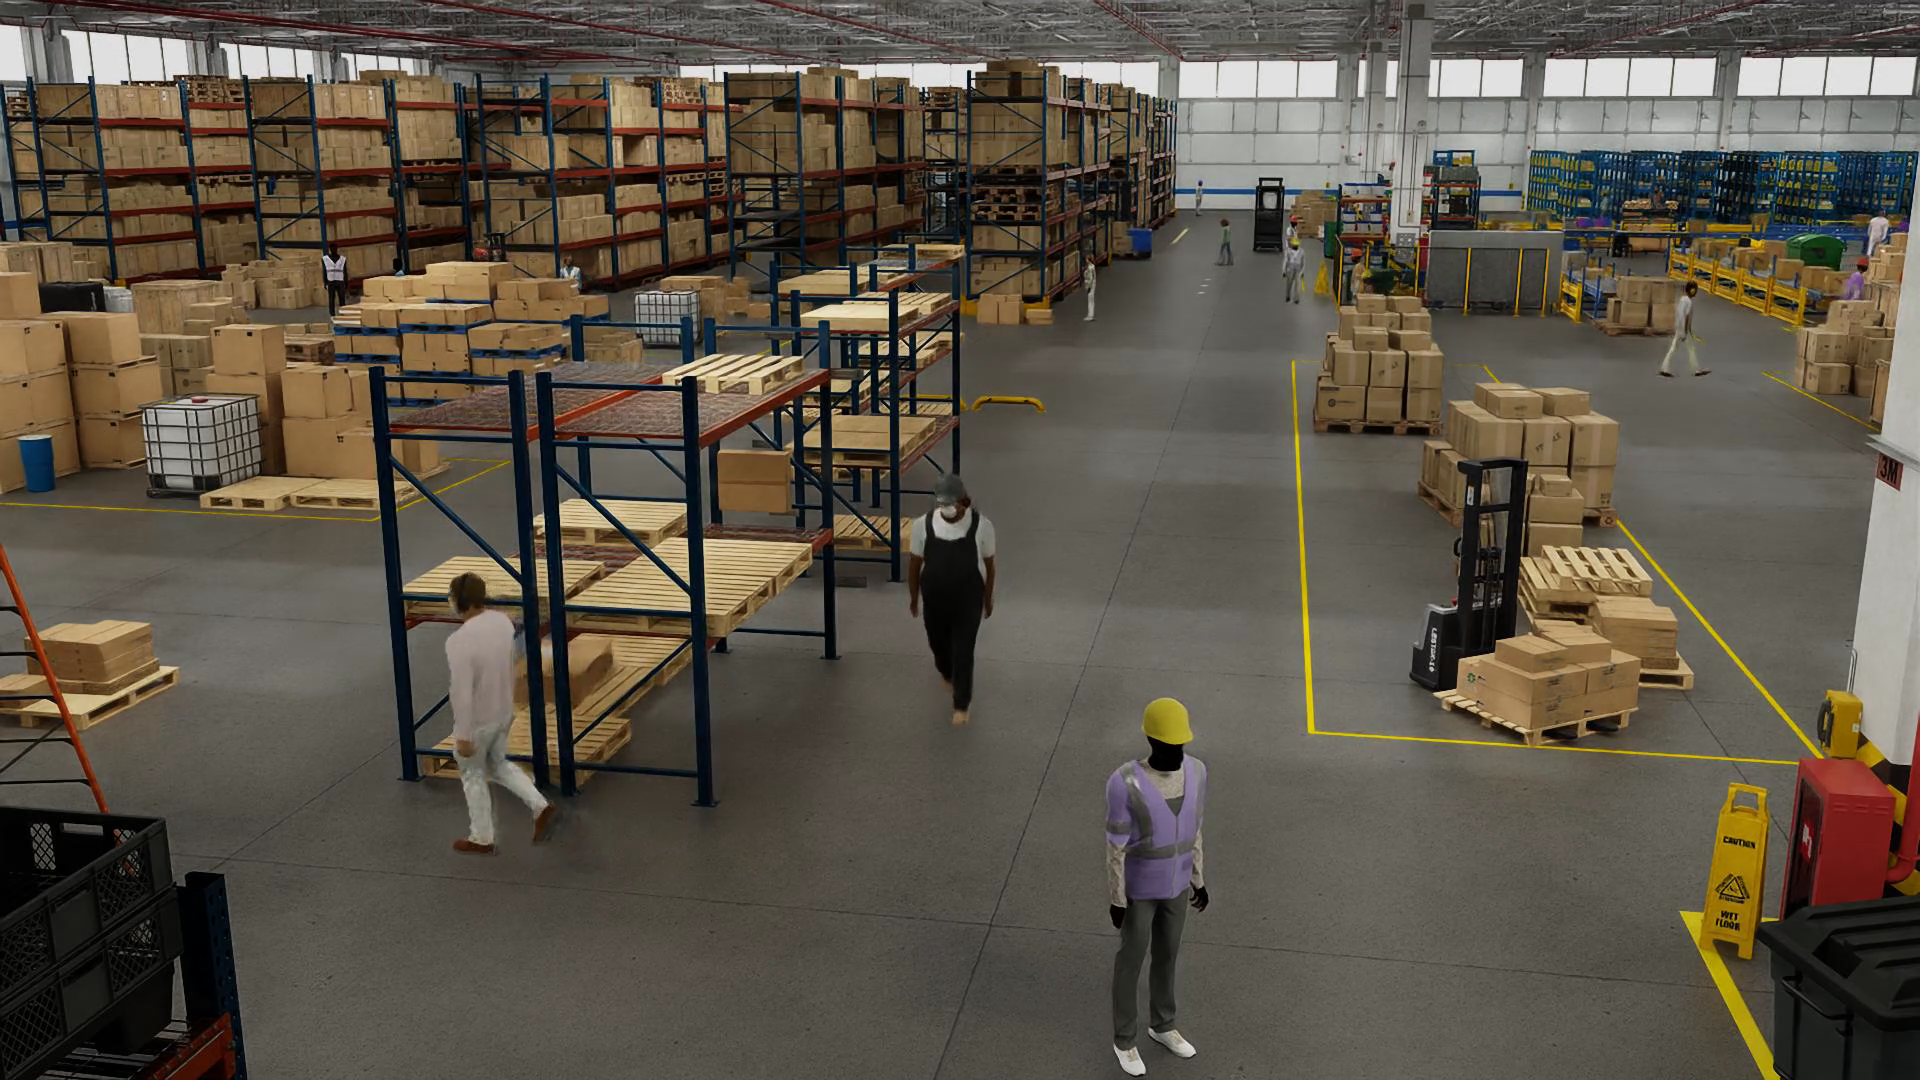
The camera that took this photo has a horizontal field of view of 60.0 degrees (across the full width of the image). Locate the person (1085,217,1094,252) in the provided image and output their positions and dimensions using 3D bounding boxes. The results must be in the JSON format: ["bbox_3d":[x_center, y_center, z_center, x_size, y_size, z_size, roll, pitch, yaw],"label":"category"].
[{"bbox_3d":[4.597,-10.707,59.294,0.704,1.612,0.504,4,14,15],"label":"person"}]

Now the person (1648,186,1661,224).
[{"bbox_3d":[33.295,-15.951,79.788,0.622,1.994,0.381,-1,14,-5],"label":"person"}]

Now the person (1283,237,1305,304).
[{"bbox_3d":[9.073,-7.341,45.239,0.603,1.806,0.842,1,14,3],"label":"person"}]

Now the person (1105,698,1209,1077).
[{"bbox_3d":[0.989,1.698,8.270,0.585,1.928,0.370,-8,16,-30],"label":"person"}]

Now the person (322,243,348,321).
[{"bbox_3d":[-15.432,-6.382,41.119,0.587,1.911,0.397,-7,16,-28],"label":"person"}]

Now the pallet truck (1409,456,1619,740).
[{"bbox_3d":[4.504,0.400,13.395,0.823,1.965,1.885,-6,15,-23],"label":"pallet truck"}]

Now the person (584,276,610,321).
[{"bbox_3d":[-6.980,-4.029,31.530,0.548,1.922,0.662,11,18,39],"label":"person"}]

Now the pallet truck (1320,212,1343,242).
[{"bbox_3d":[15.874,-13.227,70.310,0.680,1.201,1.601,10,17,35],"label":"pallet truck"}]

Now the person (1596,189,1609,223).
[{"bbox_3d":[31.679,-16.325,81.736,0.956,1.782,0.611,4,14,16],"label":"person"}]

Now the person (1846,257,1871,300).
[{"bbox_3d":[19.729,-5.213,36.365,0.860,1.904,0.577,3,14,12],"label":"person"}]

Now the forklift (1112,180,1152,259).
[{"bbox_3d":[6.082,-11.722,60.796,1.873,2.768,1.129,2,14,9],"label":"forklift"}]

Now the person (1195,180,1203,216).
[{"bbox_3d":[13.110,-18.700,91.050,0.409,1.943,0.615,-3,14,-11],"label":"person"}]

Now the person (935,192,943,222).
[{"bbox_3d":[-1.102,-17.176,85.090,0.404,1.835,0.587,3,14,12],"label":"person"}]

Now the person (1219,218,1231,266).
[{"bbox_3d":[9.233,-10.357,57.824,0.270,1.631,0.507,10,17,35],"label":"person"}]

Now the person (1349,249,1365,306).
[{"bbox_3d":[9.217,-5.809,38.737,0.378,1.932,0.551,6,15,22],"label":"person"}]

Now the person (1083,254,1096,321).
[{"bbox_3d":[3.212,-6.238,41.084,0.307,1.641,0.514,0,14,2],"label":"person"}]

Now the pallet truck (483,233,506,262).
[{"bbox_3d":[-11.832,-7.026,43.548,1.885,1.965,0.823,8,16,28],"label":"pallet truck"}]

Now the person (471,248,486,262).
[{"bbox_3d":[-11.025,-5.818,38.736,0.906,1.967,0.631,-4,14,-17],"label":"person"}]

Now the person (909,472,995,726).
[{"bbox_3d":[-0.062,0.384,13.372,0.687,2.000,0.875,2,14,8],"label":"person"}]

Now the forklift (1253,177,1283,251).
[{"bbox_3d":[12.083,-12.747,64.956,1.129,2.768,1.873,3,14,10],"label":"forklift"}]

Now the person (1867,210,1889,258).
[{"bbox_3d":[32.432,-10.724,58.832,0.660,1.868,0.877,13,19,42],"label":"person"}]

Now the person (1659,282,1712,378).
[{"bbox_3d":[13.798,-3.976,31.534,0.964,1.821,0.521,-1,14,-3],"label":"person"}]

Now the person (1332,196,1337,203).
[{"bbox_3d":[16.606,-14.461,74.250,0.735,1.743,0.528,4,14,17],"label":"person"}]

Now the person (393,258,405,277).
[{"bbox_3d":[-13.086,-5.736,38.928,0.322,1.697,0.533,-4,14,-16],"label":"person"}]

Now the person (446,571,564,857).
[{"bbox_3d":[-2.963,1.136,10.594,0.671,1.921,0.623,4,14,17],"label":"person"}]

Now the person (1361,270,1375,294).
[{"bbox_3d":[8.706,-4.863,35.310,0.843,1.736,0.529,4,14,17],"label":"person"}]

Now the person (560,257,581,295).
[{"bbox_3d":[-9.430,-6.048,40.331,0.520,1.631,0.324,0,14,0],"label":"person"}]

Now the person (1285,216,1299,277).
[{"bbox_3d":[10.666,-9.422,53.396,0.371,1.939,0.543,9,16,31],"label":"person"}]
